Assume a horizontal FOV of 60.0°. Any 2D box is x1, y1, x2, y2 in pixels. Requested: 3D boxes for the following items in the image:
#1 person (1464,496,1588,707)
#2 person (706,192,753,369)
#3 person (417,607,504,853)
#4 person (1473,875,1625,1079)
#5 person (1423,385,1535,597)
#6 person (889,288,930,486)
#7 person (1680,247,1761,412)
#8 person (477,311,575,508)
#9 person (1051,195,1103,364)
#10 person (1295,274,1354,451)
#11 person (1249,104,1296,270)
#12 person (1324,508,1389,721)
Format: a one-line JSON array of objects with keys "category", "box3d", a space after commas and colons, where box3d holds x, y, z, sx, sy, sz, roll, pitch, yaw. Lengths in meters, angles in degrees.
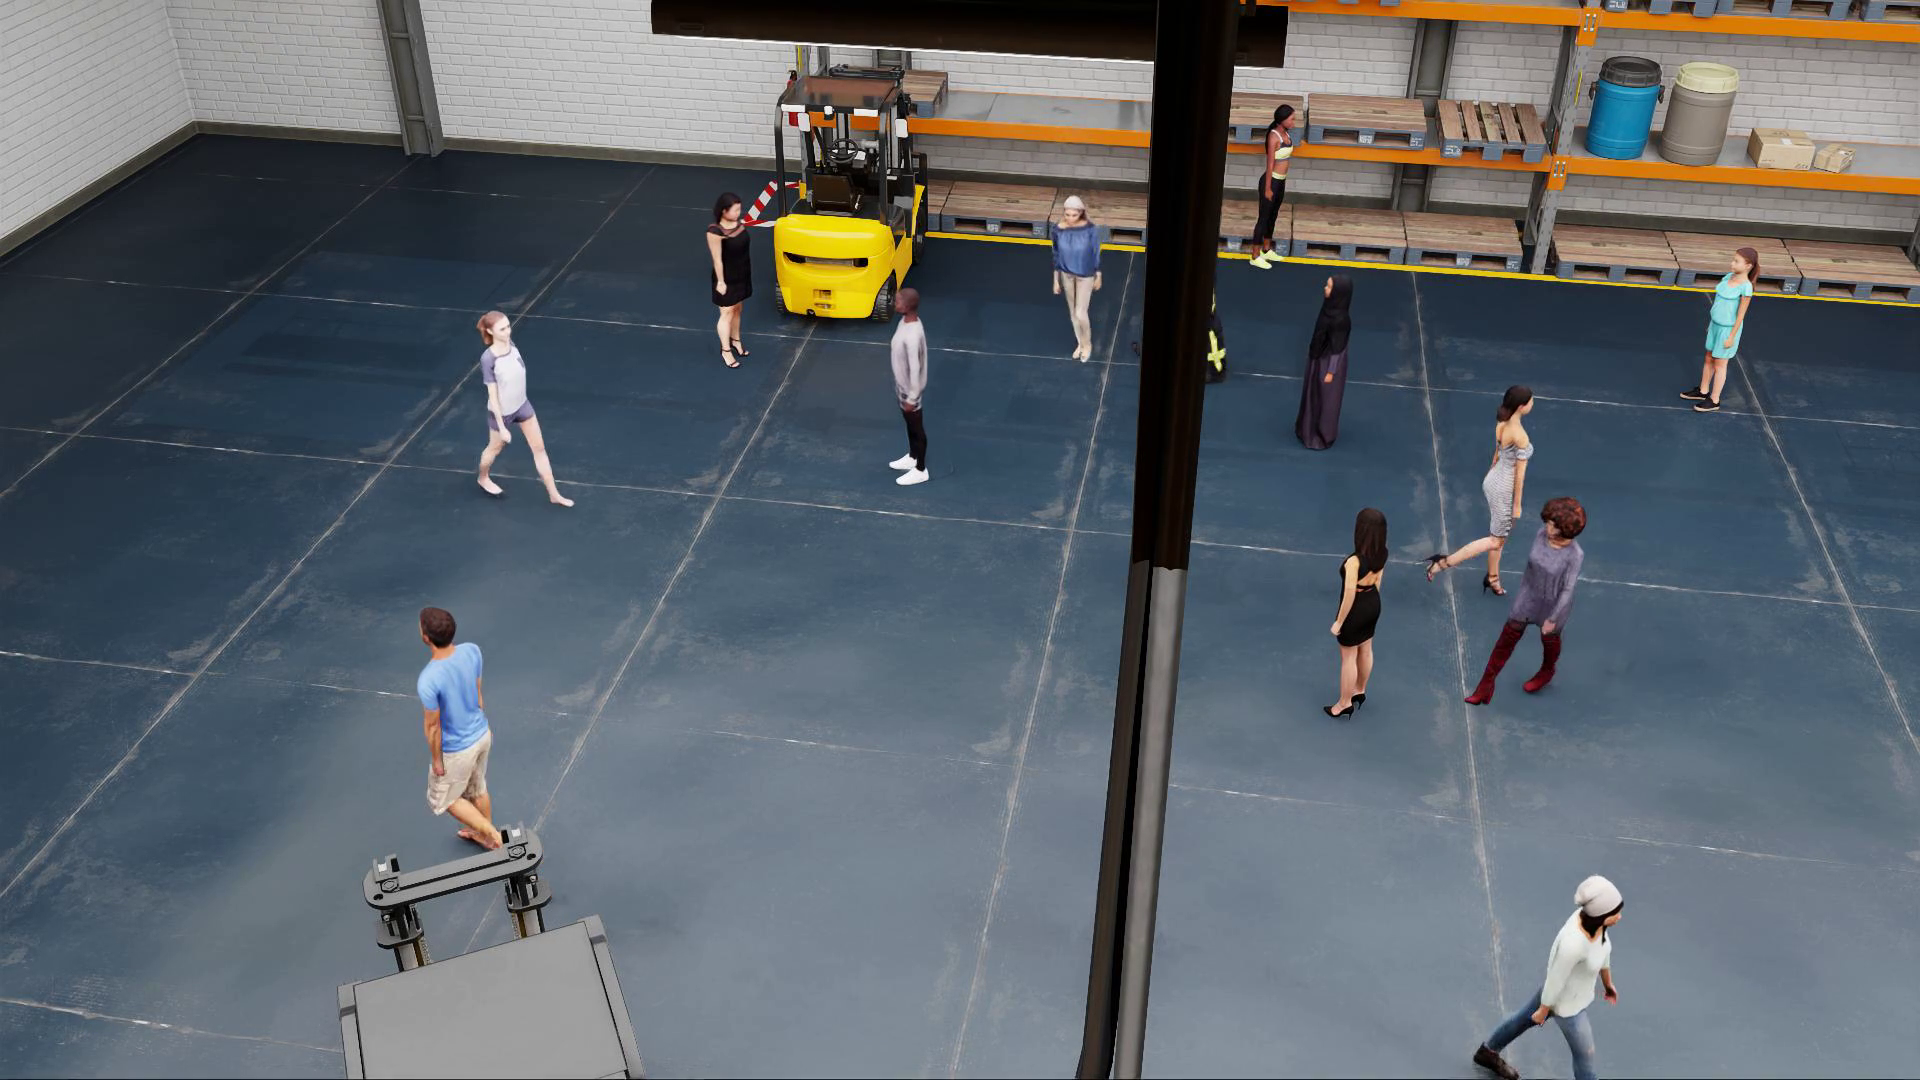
[{"category": "person", "box3d": [4.059, 0.413, 11.356, 1.094, 1.677, 1.008, -18, 38, -25]}, {"category": "person", "box3d": [-2.172, -2.462, 15.651, 0.647, 1.711, 0.685, 11, 35, 16]}, {"category": "person", "box3d": [-2.937, 1.229, 9.975, 0.916, 1.847, 0.791, 16, 37, 23]}, {"category": "person", "box3d": [3.049, 2.311, 8.583, 1.197, 1.585, 0.884, 20, 38, 27]}, {"category": "person", "box3d": [3.921, -0.310, 12.329, 0.972, 1.804, 0.702, 0, 34, -1]}, {"category": "person", "box3d": [-0.394, -1.296, 13.841, 0.653, 1.772, 0.680, -6, 34, -8]}, {"category": "person", "box3d": [6.881, -1.908, 14.955, 0.625, 1.558, 0.612, -4, 34, -6]}, {"category": "person", "box3d": [-3.744, -1.058, 13.534, 1.218, 1.715, 0.831, 17, 37, 23]}, {"category": "person", "box3d": [1.134, -2.513, 15.760, 0.634, 1.675, 0.762, 11, 35, 16]}, {"category": "person", "box3d": [3.191, -1.559, 14.380, 0.637, 1.614, 0.647, 0, 34, 0]}, {"category": "person", "box3d": [3.286, -3.743, 17.540, 0.646, 1.754, 0.634, 22, 40, 30]}, {"category": "person", "box3d": [2.698, 0.506, 11.242, 0.629, 1.649, 0.678, -24, 40, -31]}]
